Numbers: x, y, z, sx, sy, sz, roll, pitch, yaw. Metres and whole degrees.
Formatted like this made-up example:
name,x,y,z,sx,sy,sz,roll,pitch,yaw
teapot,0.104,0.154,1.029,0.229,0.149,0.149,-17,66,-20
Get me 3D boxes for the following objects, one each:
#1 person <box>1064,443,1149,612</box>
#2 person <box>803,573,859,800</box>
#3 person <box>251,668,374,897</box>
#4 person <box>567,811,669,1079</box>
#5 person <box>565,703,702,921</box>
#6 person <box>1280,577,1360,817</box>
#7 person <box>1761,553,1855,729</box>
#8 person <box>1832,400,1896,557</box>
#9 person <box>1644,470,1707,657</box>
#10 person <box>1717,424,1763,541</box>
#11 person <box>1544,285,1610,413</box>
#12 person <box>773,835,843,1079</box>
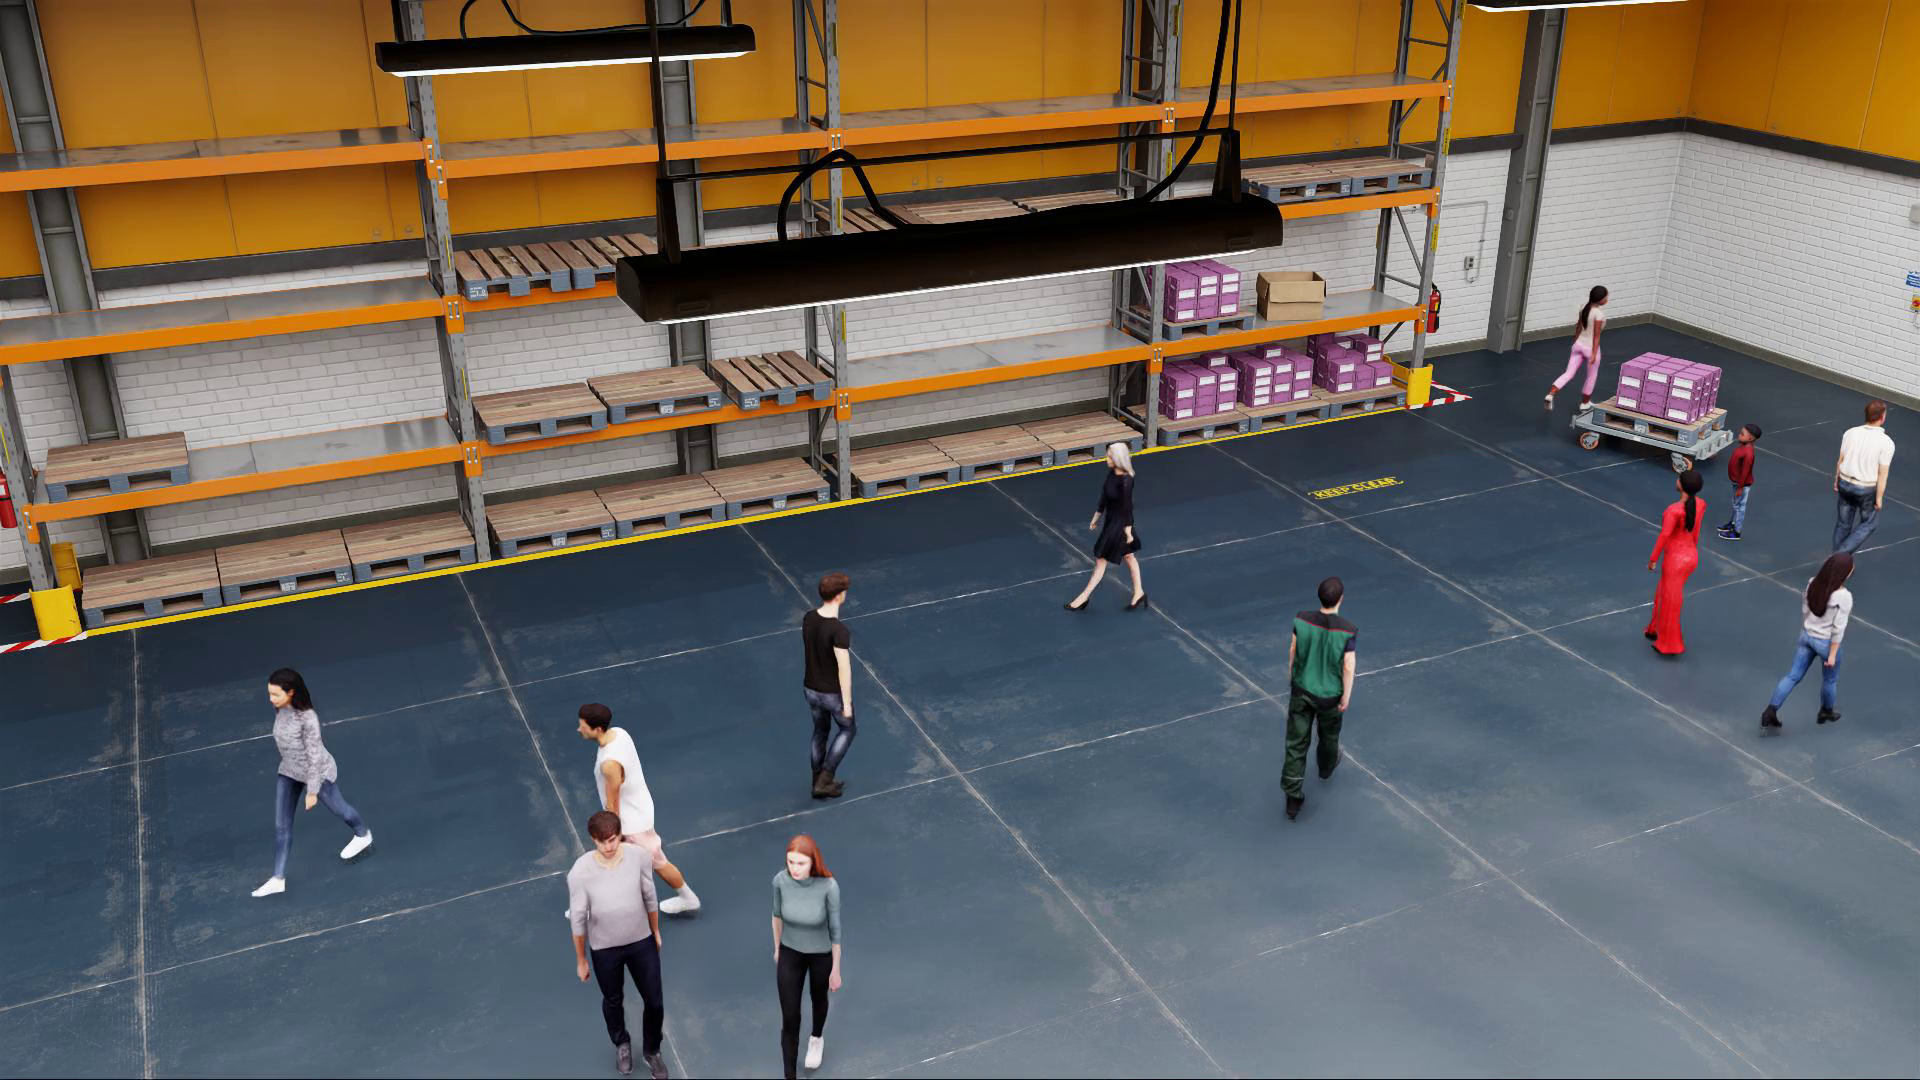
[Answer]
name,x,y,z,sx,sy,sz,roll,pitch,yaw
person,1.597,-0.103,15.782,1.136,1.715,0.812,-4,24,-8
person,-1.082,1.174,12.658,0.855,1.877,0.863,18,30,36
person,-4.549,1.650,11.822,1.086,1.674,1.275,14,27,29
person,-2.053,2.364,9.991,0.652,1.833,0.766,-8,25,-18
person,-2.141,1.875,11.258,1.209,1.714,0.819,-3,24,-7
person,2.676,1.203,12.621,1.163,1.854,1.299,12,26,25
person,7.004,0.874,13.700,1.035,1.592,0.642,-9,25,-19
person,8.824,-0.469,16.461,0.750,1.841,0.724,-14,27,-28
person,6.504,0.243,14.922,0.696,1.770,0.745,-15,28,-31
person,8.267,-0.632,17.566,0.633,1.255,0.578,7,25,16
person,7.813,-2.356,20.960,1.144,1.696,0.674,-10,26,-23
person,-0.882,2.452,9.935,1.019,1.717,1.011,4,24,10
